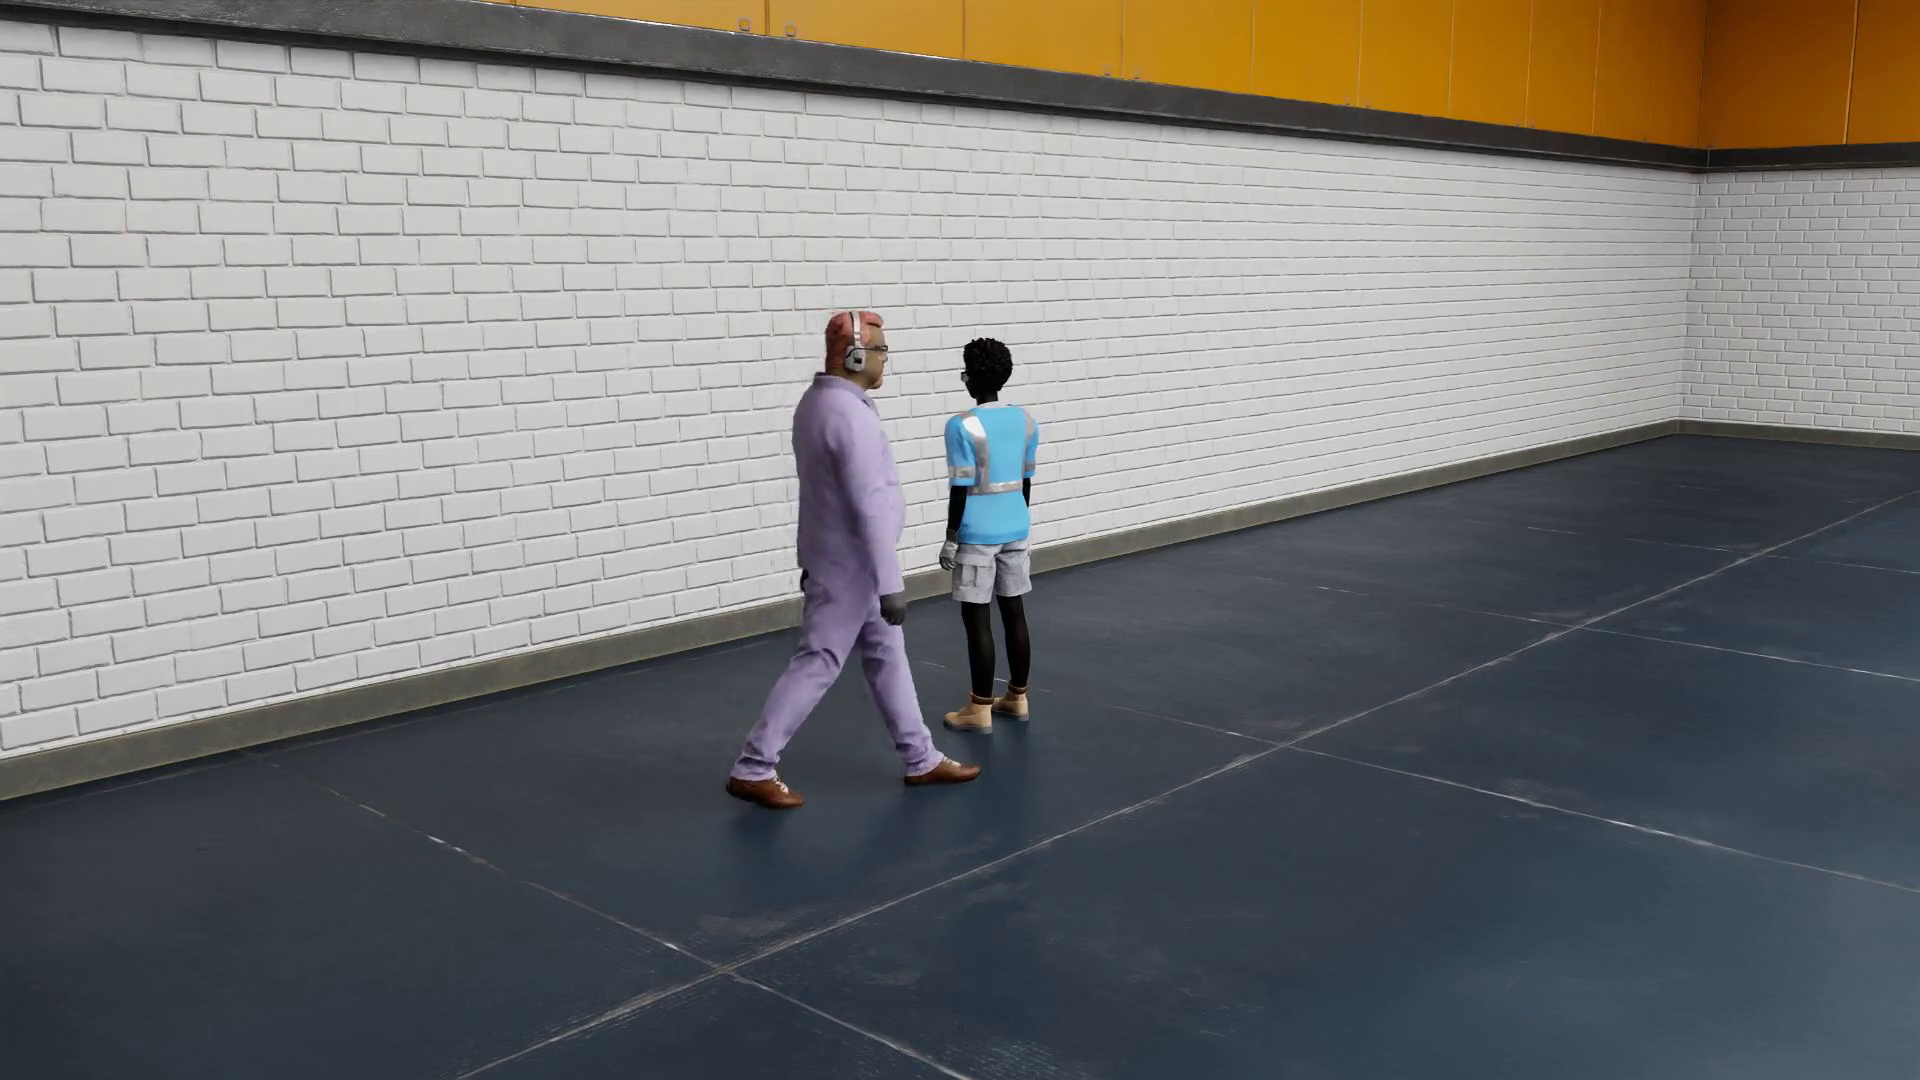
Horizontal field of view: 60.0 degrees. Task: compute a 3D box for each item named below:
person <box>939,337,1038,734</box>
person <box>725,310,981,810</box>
[{"bbox_3d":[0.118,-0.019,7.169,0.316,1.695,0.541,9,14,42],"label":"person"},{"bbox_3d":[-0.422,0.081,6.167,1.004,1.860,0.662,-3,10,-15],"label":"person"}]
